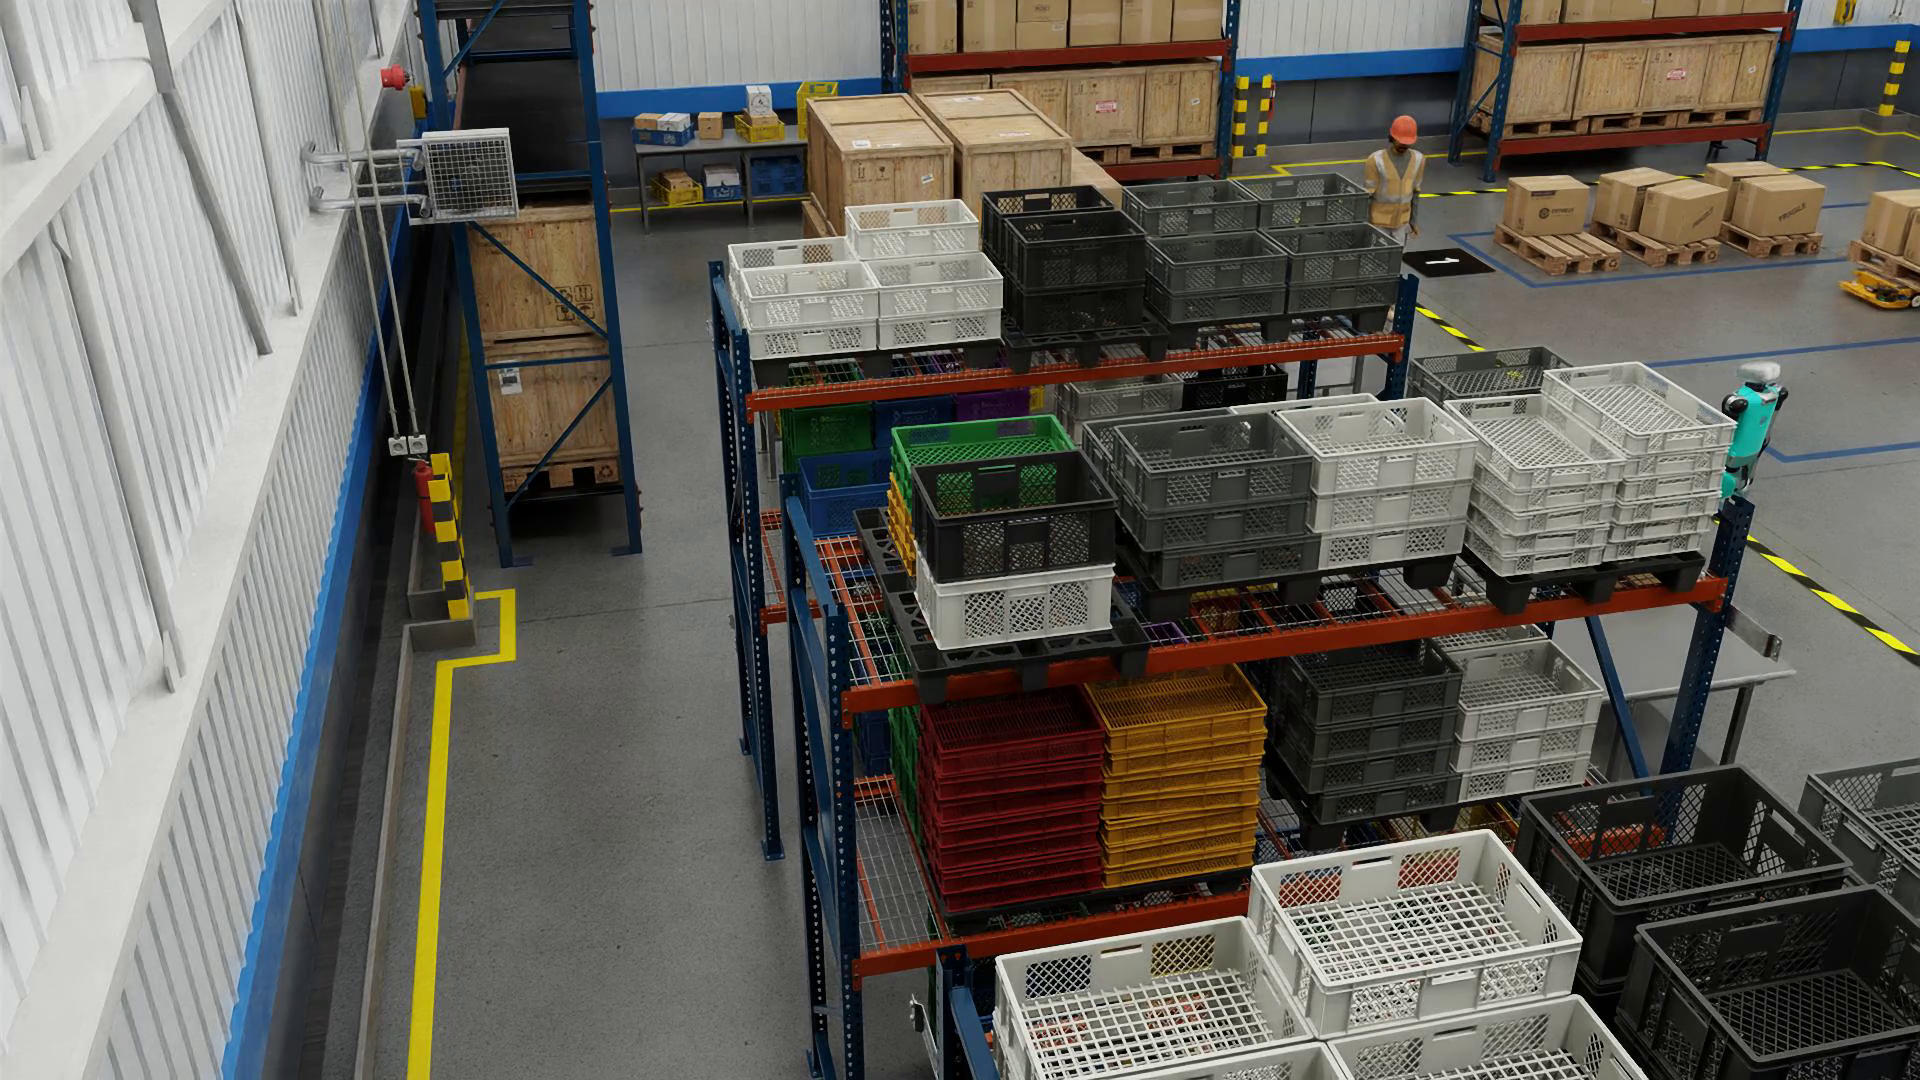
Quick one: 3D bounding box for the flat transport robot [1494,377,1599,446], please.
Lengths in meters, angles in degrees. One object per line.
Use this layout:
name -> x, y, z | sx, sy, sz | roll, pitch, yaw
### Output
flat transport robot -> 4.780, -1.036, 14.013 | 0.659, 0.231, 1.431 | -6, 28, -12

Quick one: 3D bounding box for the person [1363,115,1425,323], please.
person -> 4.135, -3.062, 15.966 | 0.604, 2.033, 0.387 | -7, 28, -12

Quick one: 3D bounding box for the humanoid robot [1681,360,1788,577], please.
humanoid robot -> 5.035, -0.491, 11.255 | 0.533, 1.681, 0.735 | -15, 31, -26

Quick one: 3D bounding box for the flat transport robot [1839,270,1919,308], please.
flat transport robot -> 9.830, -2.617, 16.981 | 1.431, 0.197, 0.652 | -6, 28, -12
